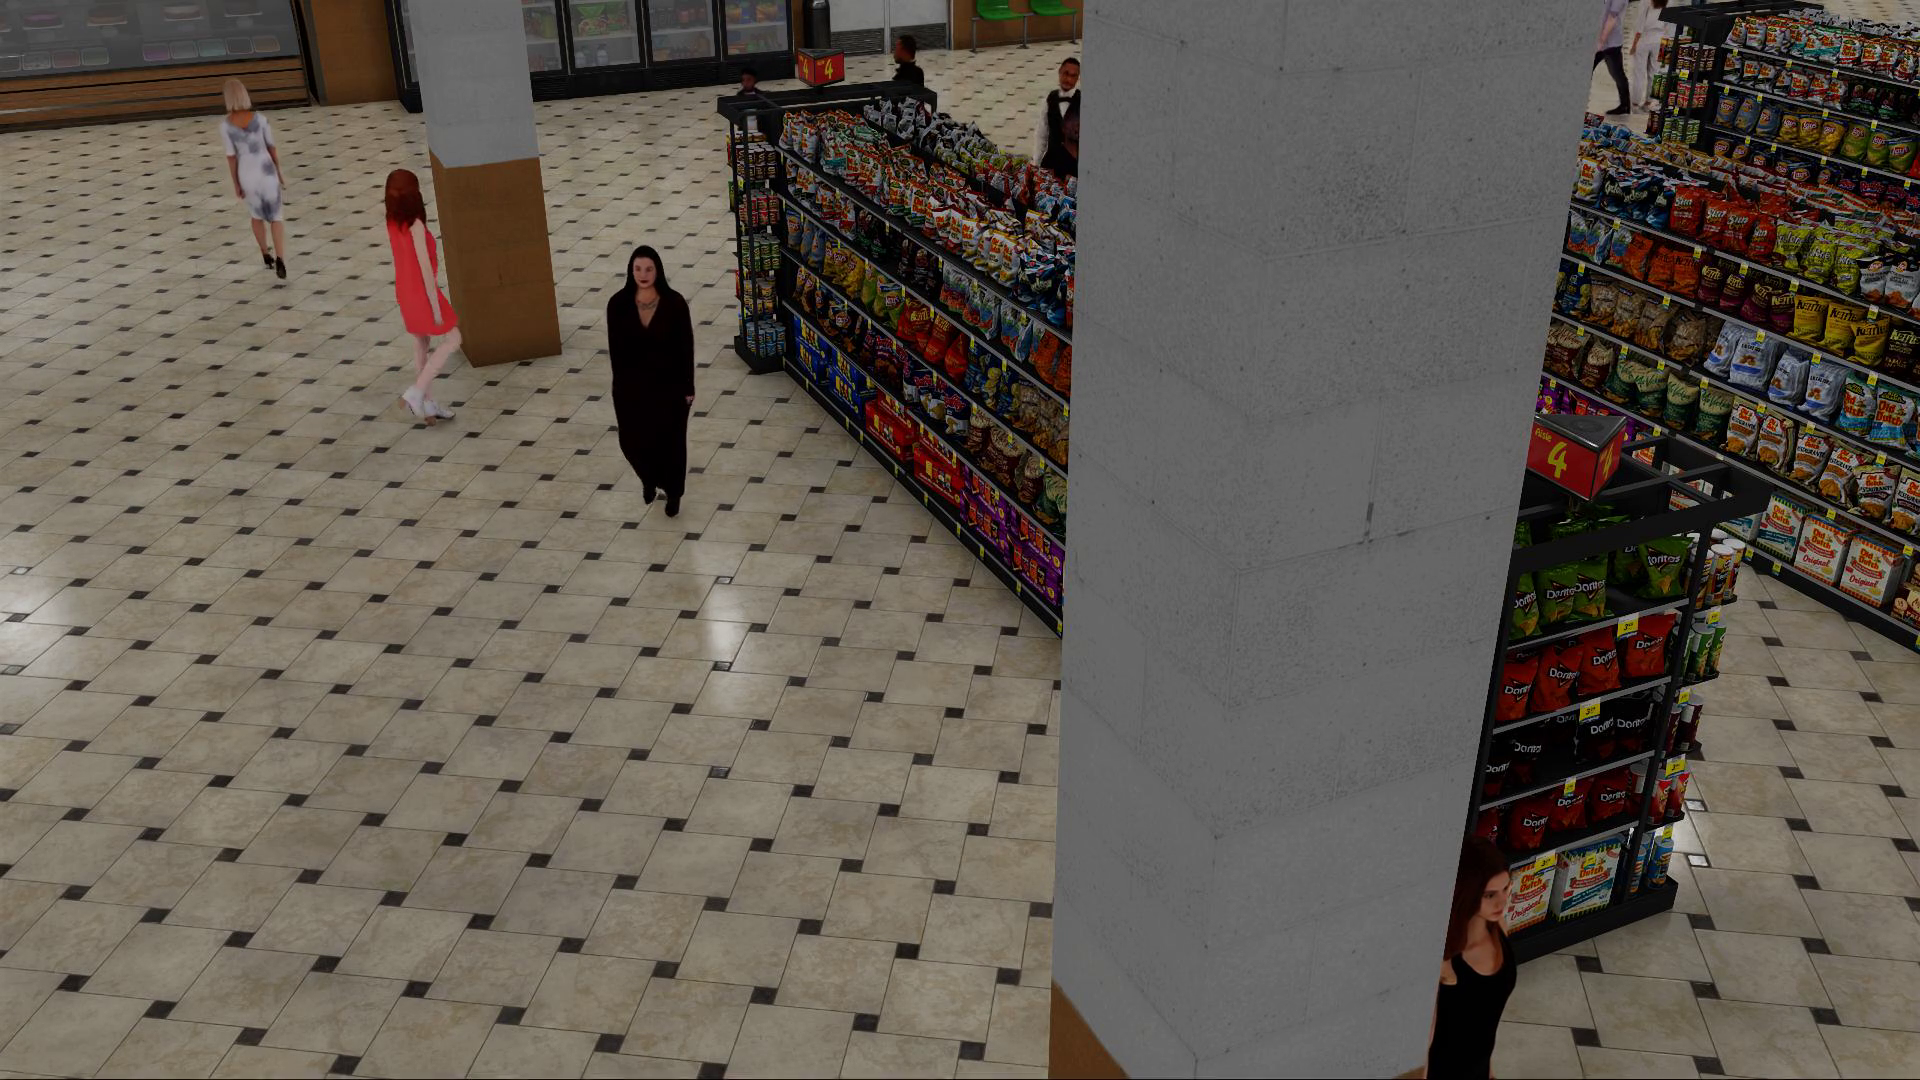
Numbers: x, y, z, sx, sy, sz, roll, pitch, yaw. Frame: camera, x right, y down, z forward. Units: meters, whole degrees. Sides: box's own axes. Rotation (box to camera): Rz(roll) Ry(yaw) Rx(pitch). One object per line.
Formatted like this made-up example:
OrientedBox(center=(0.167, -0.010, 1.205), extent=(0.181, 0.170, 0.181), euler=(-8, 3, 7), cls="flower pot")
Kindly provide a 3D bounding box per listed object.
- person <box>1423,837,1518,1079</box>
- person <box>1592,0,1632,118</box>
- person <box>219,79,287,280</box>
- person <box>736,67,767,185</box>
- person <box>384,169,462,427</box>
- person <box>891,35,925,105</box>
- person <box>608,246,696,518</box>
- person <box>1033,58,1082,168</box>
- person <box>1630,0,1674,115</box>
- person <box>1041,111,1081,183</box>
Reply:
OrientedBox(center=(1.481, 1.632, 5.113), extent=(0.626, 1.726, 0.589), euler=(-21, 34, -35), cls="person")
OrientedBox(center=(7.903, -5.974, 20.049), extent=(1.234, 1.782, 1.223), euler=(7, 28, 14), cls="person")
OrientedBox(center=(-6.081, -3.104, 14.460), extent=(0.696, 1.718, 1.082), euler=(-7, 28, -14), cls="person")
OrientedBox(center=(-2.130, -4.285, 17.310), extent=(0.747, 1.246, 0.904), euler=(2, 27, 3), cls="person")
OrientedBox(center=(-3.777, -1.609, 11.404), extent=(0.775, 1.816, 0.823), euler=(22, 34, 37), cls="person")
OrientedBox(center=(-0.391, -3.699, 15.456), extent=(1.099, 1.879, 1.222), euler=(1, 27, 1), cls="person")
OrientedBox(center=(-1.879, -0.983, 10.248), extent=(0.772, 1.745, 0.776), euler=(-1, 27, -3), cls="person")
OrientedBox(center=(1.002, -3.292, 14.625), extent=(0.879, 1.903, 0.991), euler=(18, 32, 31), cls="person")
OrientedBox(center=(8.470, -6.107, 20.415), extent=(0.644, 1.688, 0.614), euler=(-6, 27, -11), cls="person")
OrientedBox(center=(0.824, -2.498, 13.163), extent=(0.710, 1.810, 0.659), euler=(-15, 31, -27), cls="person")
